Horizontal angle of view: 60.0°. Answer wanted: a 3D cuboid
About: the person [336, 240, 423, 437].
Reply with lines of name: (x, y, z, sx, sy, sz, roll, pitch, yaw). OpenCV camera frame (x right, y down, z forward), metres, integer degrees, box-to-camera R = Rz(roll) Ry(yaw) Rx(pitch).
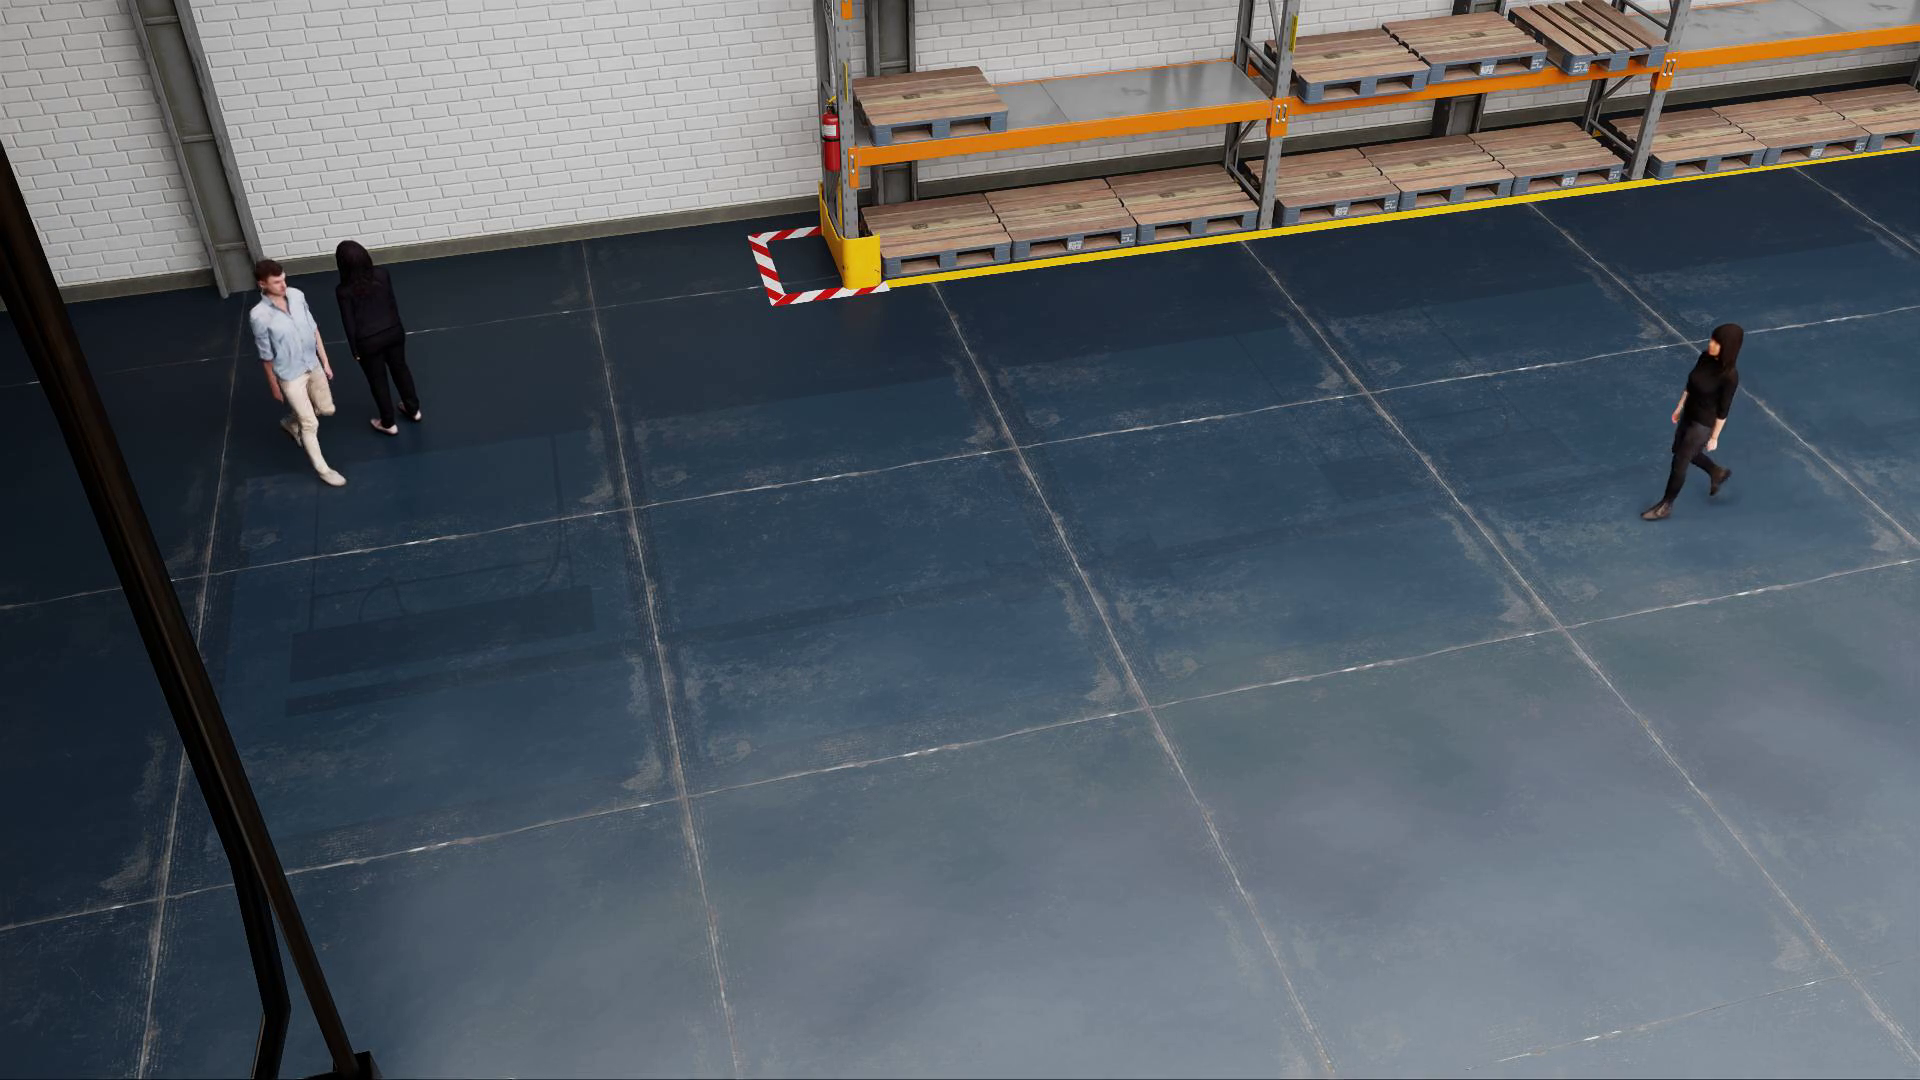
person: (-4.476, -1.563, 12.778, 0.821, 1.614, 0.751, 24, 44, 27)

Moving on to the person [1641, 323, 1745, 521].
person: (5.354, -0.854, 11.881, 0.922, 1.625, 0.614, -7, 39, -9)

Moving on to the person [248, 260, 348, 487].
person: (-4.932, -1.266, 12.233, 1.049, 1.830, 0.977, 20, 43, 23)
